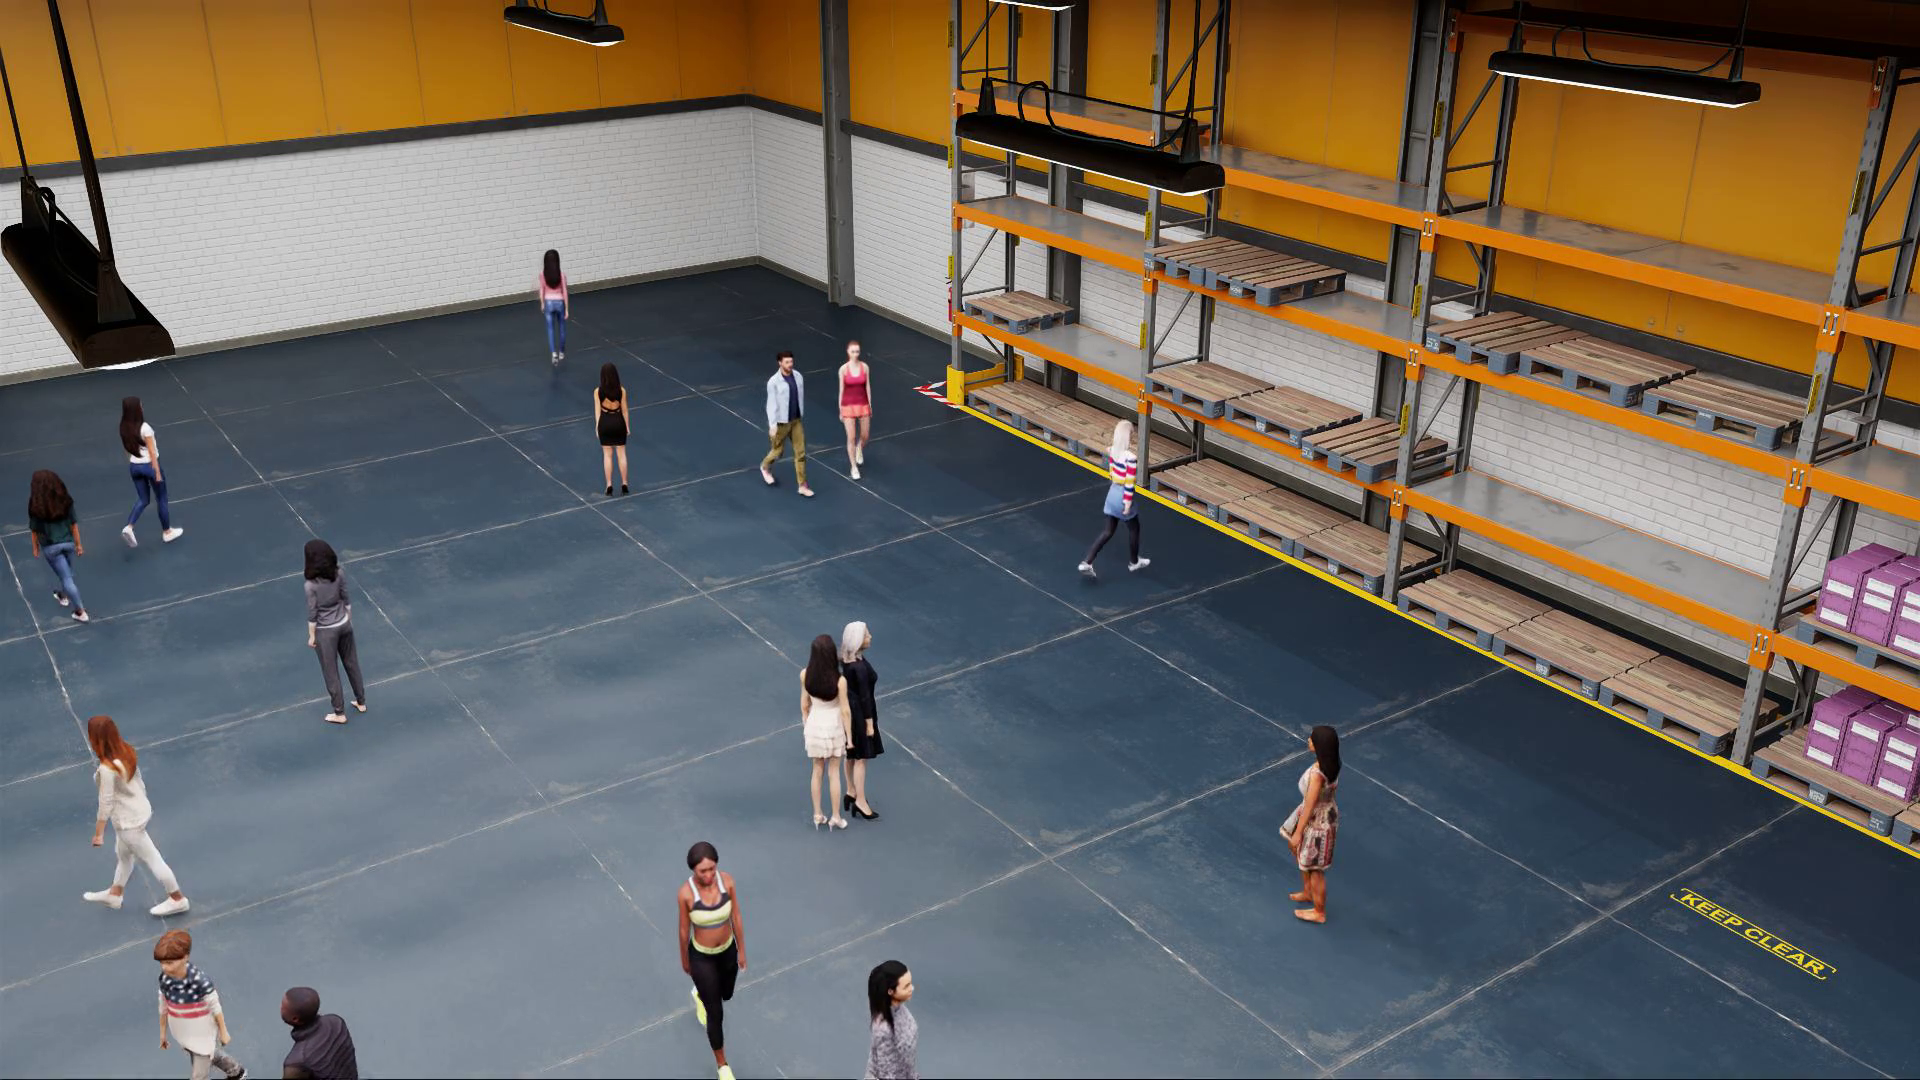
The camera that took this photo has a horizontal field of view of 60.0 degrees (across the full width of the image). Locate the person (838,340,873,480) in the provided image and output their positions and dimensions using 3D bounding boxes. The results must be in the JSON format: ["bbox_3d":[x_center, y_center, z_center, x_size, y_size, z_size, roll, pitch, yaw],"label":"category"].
[{"bbox_3d":[-1.307,-1.660,20.648,0.738,1.746,0.879,-4,24,-10],"label":"person"}]

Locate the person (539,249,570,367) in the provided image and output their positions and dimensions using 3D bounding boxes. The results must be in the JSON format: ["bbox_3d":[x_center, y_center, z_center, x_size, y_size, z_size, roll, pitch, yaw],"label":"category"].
[{"bbox_3d":[-6.057,-3.445,24.762,0.840,1.720,1.130,-5,24,-11],"label":"person"}]

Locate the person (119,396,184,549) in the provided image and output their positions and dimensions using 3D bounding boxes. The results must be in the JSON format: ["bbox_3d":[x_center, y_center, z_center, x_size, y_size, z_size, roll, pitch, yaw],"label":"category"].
[{"bbox_3d":[-9.119,-0.725,18.493,1.020,1.757,1.008,8,25,18],"label":"person"}]

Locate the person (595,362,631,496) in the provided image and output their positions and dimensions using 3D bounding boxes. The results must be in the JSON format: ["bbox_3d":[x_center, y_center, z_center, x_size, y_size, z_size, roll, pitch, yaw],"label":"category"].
[{"bbox_3d":[-4.180,-1.330,20.015,0.605,1.647,0.601,-5,24,-12],"label":"person"}]

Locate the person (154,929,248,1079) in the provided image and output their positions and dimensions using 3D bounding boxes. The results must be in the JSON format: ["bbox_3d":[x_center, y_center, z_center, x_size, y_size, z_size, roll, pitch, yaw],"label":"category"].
[{"bbox_3d":[-4.733,3.015,10.377,0.967,1.407,0.963,6,24,13],"label":"person"}]

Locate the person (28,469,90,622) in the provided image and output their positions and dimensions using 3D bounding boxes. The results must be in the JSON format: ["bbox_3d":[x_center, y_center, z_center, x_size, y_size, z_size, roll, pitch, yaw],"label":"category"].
[{"bbox_3d":[-9.108,0.082,16.860,1.027,1.588,0.785,17,29,33],"label":"person"}]

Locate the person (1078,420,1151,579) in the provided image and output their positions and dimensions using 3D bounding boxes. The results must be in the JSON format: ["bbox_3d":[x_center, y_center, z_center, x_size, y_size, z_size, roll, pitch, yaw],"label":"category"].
[{"bbox_3d":[1.631,-0.394,17.725,0.755,1.768,1.106,-14,27,-30],"label":"person"}]

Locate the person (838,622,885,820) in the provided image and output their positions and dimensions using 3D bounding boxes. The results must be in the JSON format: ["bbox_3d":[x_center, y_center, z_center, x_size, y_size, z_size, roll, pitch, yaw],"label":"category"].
[{"bbox_3d":[-0.820,1.449,13.534,0.704,1.746,0.568,-10,26,-22],"label":"person"}]

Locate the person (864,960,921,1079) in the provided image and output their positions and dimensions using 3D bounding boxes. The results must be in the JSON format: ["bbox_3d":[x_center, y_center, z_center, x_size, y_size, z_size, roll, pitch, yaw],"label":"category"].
[{"bbox_3d":[-0.484,3.180,9.628,1.184,1.703,1.086,5,24,12],"label":"person"}]

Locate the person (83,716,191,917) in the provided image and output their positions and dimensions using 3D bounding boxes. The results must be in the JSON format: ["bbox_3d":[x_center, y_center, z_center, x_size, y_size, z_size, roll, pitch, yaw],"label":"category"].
[{"bbox_3d":[-6.003,2.055,12.233,0.937,1.678,1.026,-4,24,-8],"label":"person"}]

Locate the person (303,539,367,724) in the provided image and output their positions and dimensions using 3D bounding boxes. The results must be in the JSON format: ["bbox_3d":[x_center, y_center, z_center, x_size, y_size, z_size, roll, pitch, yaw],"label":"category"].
[{"bbox_3d":[-5.650,0.809,14.975,0.628,1.765,0.658,16,28,32],"label":"person"}]

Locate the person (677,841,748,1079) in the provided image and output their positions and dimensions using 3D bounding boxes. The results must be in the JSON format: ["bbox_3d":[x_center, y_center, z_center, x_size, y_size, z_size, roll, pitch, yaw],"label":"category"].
[{"bbox_3d":[-1.621,2.658,10.789,0.638,1.730,1.077,-12,26,-25],"label":"person"}]

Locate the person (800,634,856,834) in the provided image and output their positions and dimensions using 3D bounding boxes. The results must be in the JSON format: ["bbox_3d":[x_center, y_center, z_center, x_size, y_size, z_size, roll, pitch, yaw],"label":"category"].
[{"bbox_3d":[-1.082,1.551,13.315,0.637,1.735,0.729,9,25,19],"label":"person"}]

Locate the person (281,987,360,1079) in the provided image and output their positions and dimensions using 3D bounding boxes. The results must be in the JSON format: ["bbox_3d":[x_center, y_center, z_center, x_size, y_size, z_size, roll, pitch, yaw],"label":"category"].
[{"bbox_3d":[-3.442,3.282,9.296,1.266,1.782,1.198,4,24,10],"label":"person"}]

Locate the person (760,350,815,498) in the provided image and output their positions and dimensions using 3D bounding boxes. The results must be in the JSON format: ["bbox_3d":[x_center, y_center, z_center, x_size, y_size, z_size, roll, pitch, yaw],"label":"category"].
[{"bbox_3d":[-2.141,-1.430,20.080,0.776,1.779,1.181,-19,30,-37],"label":"person"}]

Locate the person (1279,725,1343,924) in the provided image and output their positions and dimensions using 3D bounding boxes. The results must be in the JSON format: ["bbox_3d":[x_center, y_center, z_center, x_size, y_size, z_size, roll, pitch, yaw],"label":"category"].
[{"bbox_3d":[2.695,2.105,12.173,0.842,1.634,0.796,10,25,21],"label":"person"}]
